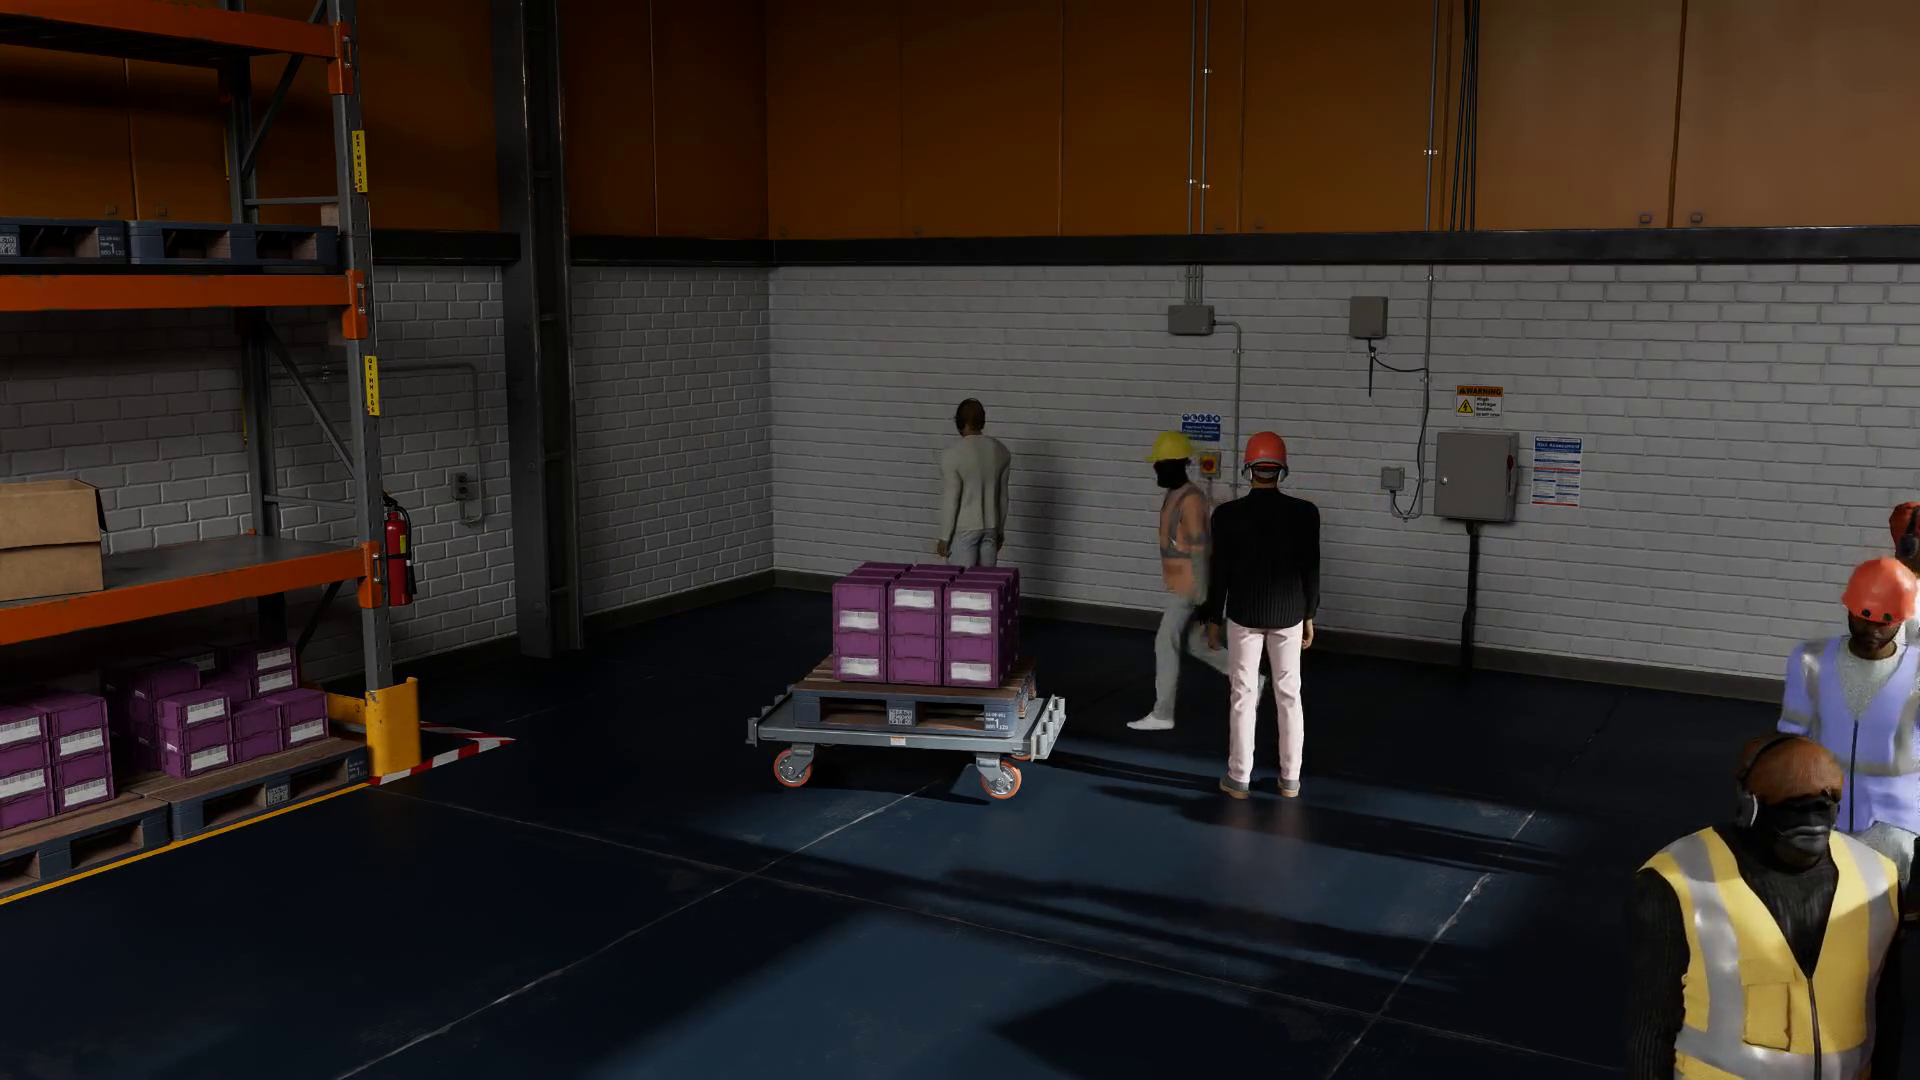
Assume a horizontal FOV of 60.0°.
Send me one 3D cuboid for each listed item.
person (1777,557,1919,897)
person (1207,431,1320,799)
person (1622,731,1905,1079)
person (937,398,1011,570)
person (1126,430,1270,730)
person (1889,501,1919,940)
[{"bbox_3d":[3.272,0.947,6.026,0.578,1.888,1.010,9,13,44],"label":"person"},{"bbox_3d":[1.637,0.410,9.003,0.610,1.996,0.386,0,9,-2],"label":"person"},{"bbox_3d":[1.830,1.325,3.814,0.632,1.836,0.430,0,9,-2],"label":"person"},{"bbox_3d":[0.095,-0.064,12.135,0.635,1.937,0.352,-8,12,-40],"label":"person"},{"bbox_3d":[1.507,0.255,10.331,0.857,1.894,0.604,0,9,-1],"label":"person"},{"bbox_3d":[4.011,0.763,7.177,0.347,1.878,0.589,8,12,42],"label":"person"}]
